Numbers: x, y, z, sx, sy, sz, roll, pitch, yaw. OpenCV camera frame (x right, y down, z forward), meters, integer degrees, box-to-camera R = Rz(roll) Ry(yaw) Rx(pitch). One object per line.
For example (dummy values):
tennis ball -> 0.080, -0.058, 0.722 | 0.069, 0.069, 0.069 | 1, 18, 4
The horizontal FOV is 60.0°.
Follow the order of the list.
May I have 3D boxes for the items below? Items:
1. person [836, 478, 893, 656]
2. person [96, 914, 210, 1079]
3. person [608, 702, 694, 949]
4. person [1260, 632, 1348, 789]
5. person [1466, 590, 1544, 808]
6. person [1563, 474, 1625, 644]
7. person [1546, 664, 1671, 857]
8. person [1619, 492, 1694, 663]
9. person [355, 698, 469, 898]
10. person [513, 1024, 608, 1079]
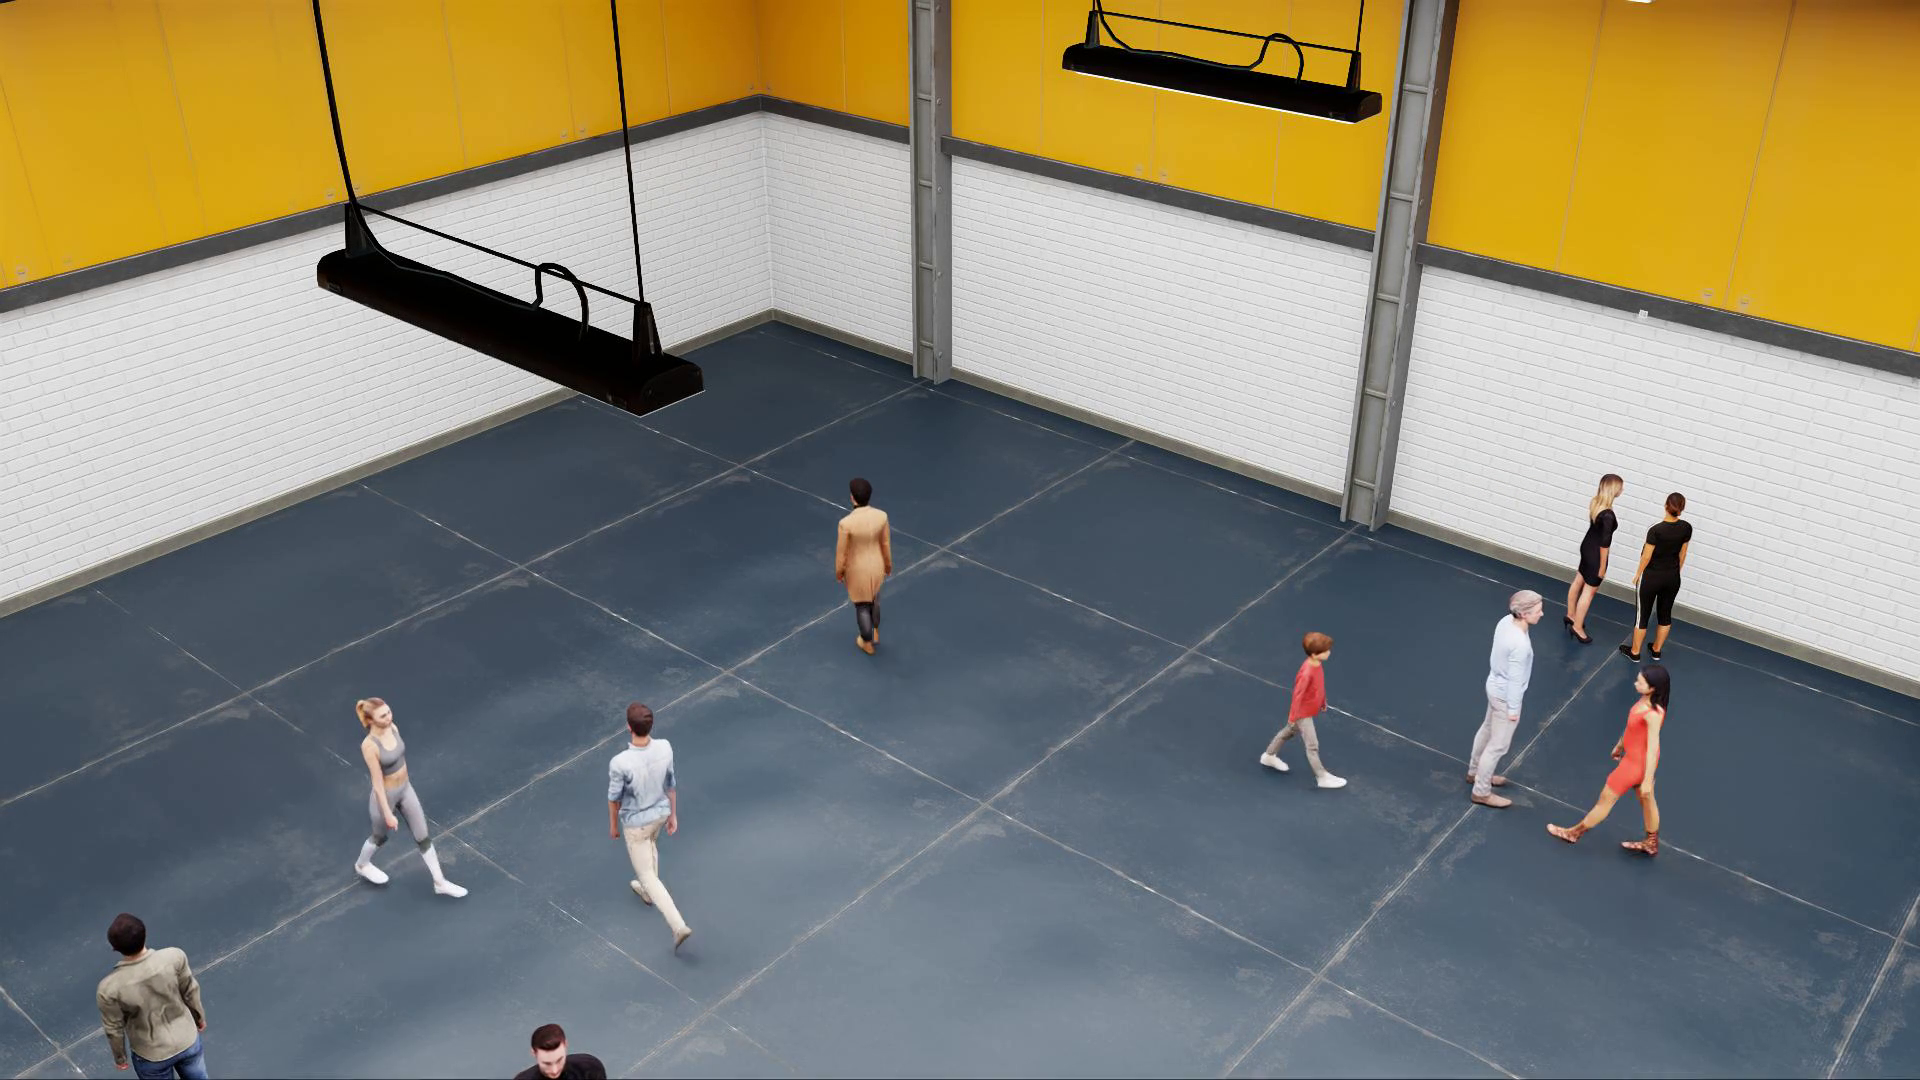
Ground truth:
person -> -0.817, 0.276, 14.844 | 0.781, 1.719, 0.805 | -14, 31, -24
person -> -4.677, 2.956, 9.776 | 0.715, 1.869, 0.605 | -26, 38, -38
person -> -2.146, 2.006, 11.580 | 0.729, 1.808, 1.212 | -24, 37, -36
person -> 2.678, 1.333, 13.262 | 1.004, 1.379, 0.707 | 11, 31, 20
person -> 4.240, 1.207, 12.960 | 0.730, 1.890, 0.729 | 4, 29, 8
person -> 5.759, 0.149, 15.123 | 0.656, 1.675, 0.613 | 0, 29, 0
person -> 5.117, 1.680, 12.315 | 1.149, 1.677, 0.902 | 9, 30, 16
person -> 6.233, 0.324, 14.810 | 0.663, 1.669, 0.715 | -4, 29, -7
person -> -4.173, 1.869, 11.986 | 1.213, 1.661, 0.878 | 8, 30, 15
person -> -2.136, 3.334, 9.041 | 0.763, 1.908, 0.735 | -13, 31, -22
